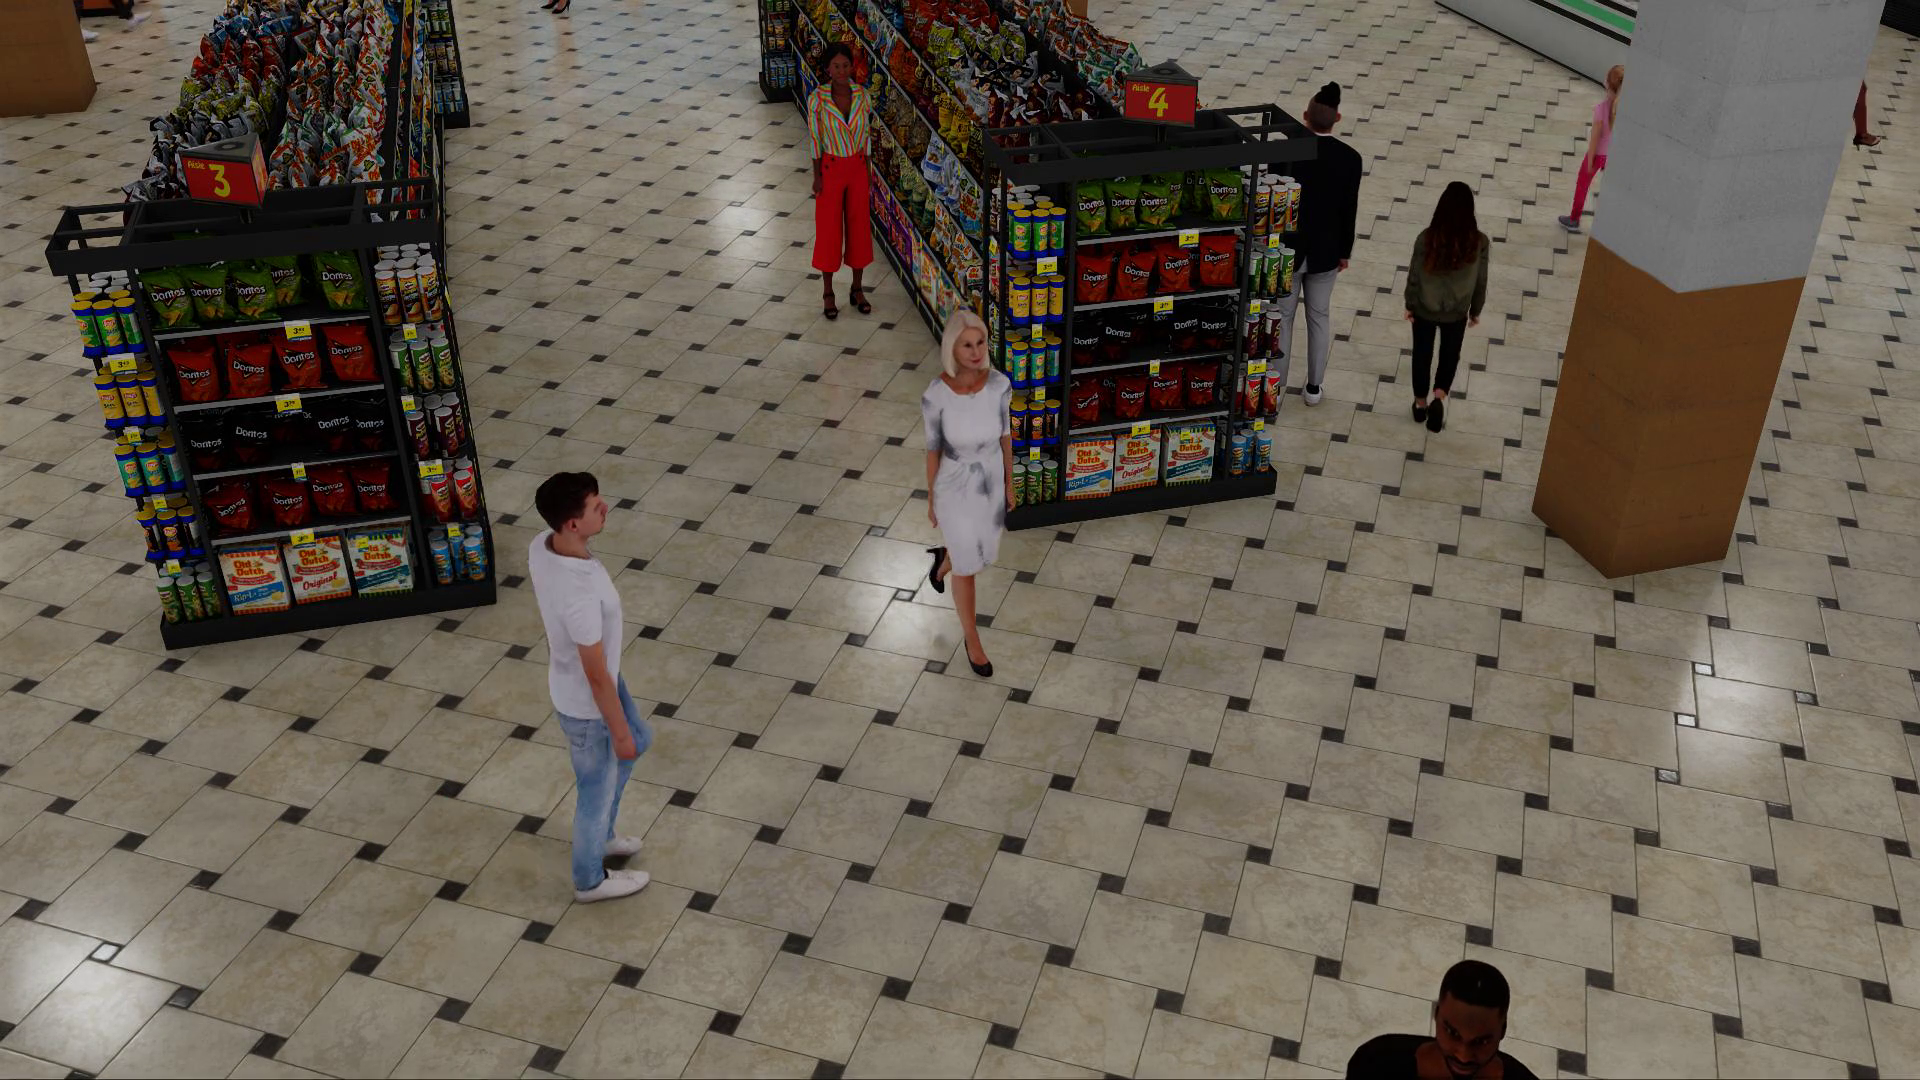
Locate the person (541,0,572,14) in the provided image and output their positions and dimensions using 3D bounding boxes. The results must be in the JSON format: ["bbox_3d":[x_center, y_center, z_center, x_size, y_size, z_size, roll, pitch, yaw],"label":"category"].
[{"bbox_3d":[-4.307,-6.441,17.316,0.865,1.818,0.781,-20,37,-29],"label":"person"}]

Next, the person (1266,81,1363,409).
[{"bbox_3d":[1.989,-1.679,9.538,0.762,1.950,0.691,0,32,0],"label":"person"}]

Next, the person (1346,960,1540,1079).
[{"bbox_3d":[1.150,1.732,4.193,0.719,1.805,0.715,9,33,14],"label":"person"}]

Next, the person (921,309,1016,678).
[{"bbox_3d":[0.010,-0.245,7.439,0.699,1.732,0.975,-14,34,-21],"label":"person"}]

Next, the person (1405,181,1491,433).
[{"bbox_3d":[2.707,-1.272,9.340,0.799,1.467,0.912,7,33,11],"label":"person"}]

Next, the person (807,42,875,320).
[{"bbox_3d":[-0.753,-2.295,10.675,0.617,1.794,0.565,-13,34,-19],"label":"person"}]

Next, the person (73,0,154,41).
[{"bbox_3d":[-8.733,-5.734,16.340,0.931,1.647,1.087,-21,37,-30],"label":"person"}]

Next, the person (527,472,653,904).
[{"bbox_3d":[-1.428,0.588,6.002,0.796,1.836,0.631,-14,35,-21],"label":"person"}]

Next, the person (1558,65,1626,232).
[{"bbox_3d":[4.661,-2.752,11.922,0.514,1.253,0.880,-10,33,-16],"label":"person"}]
